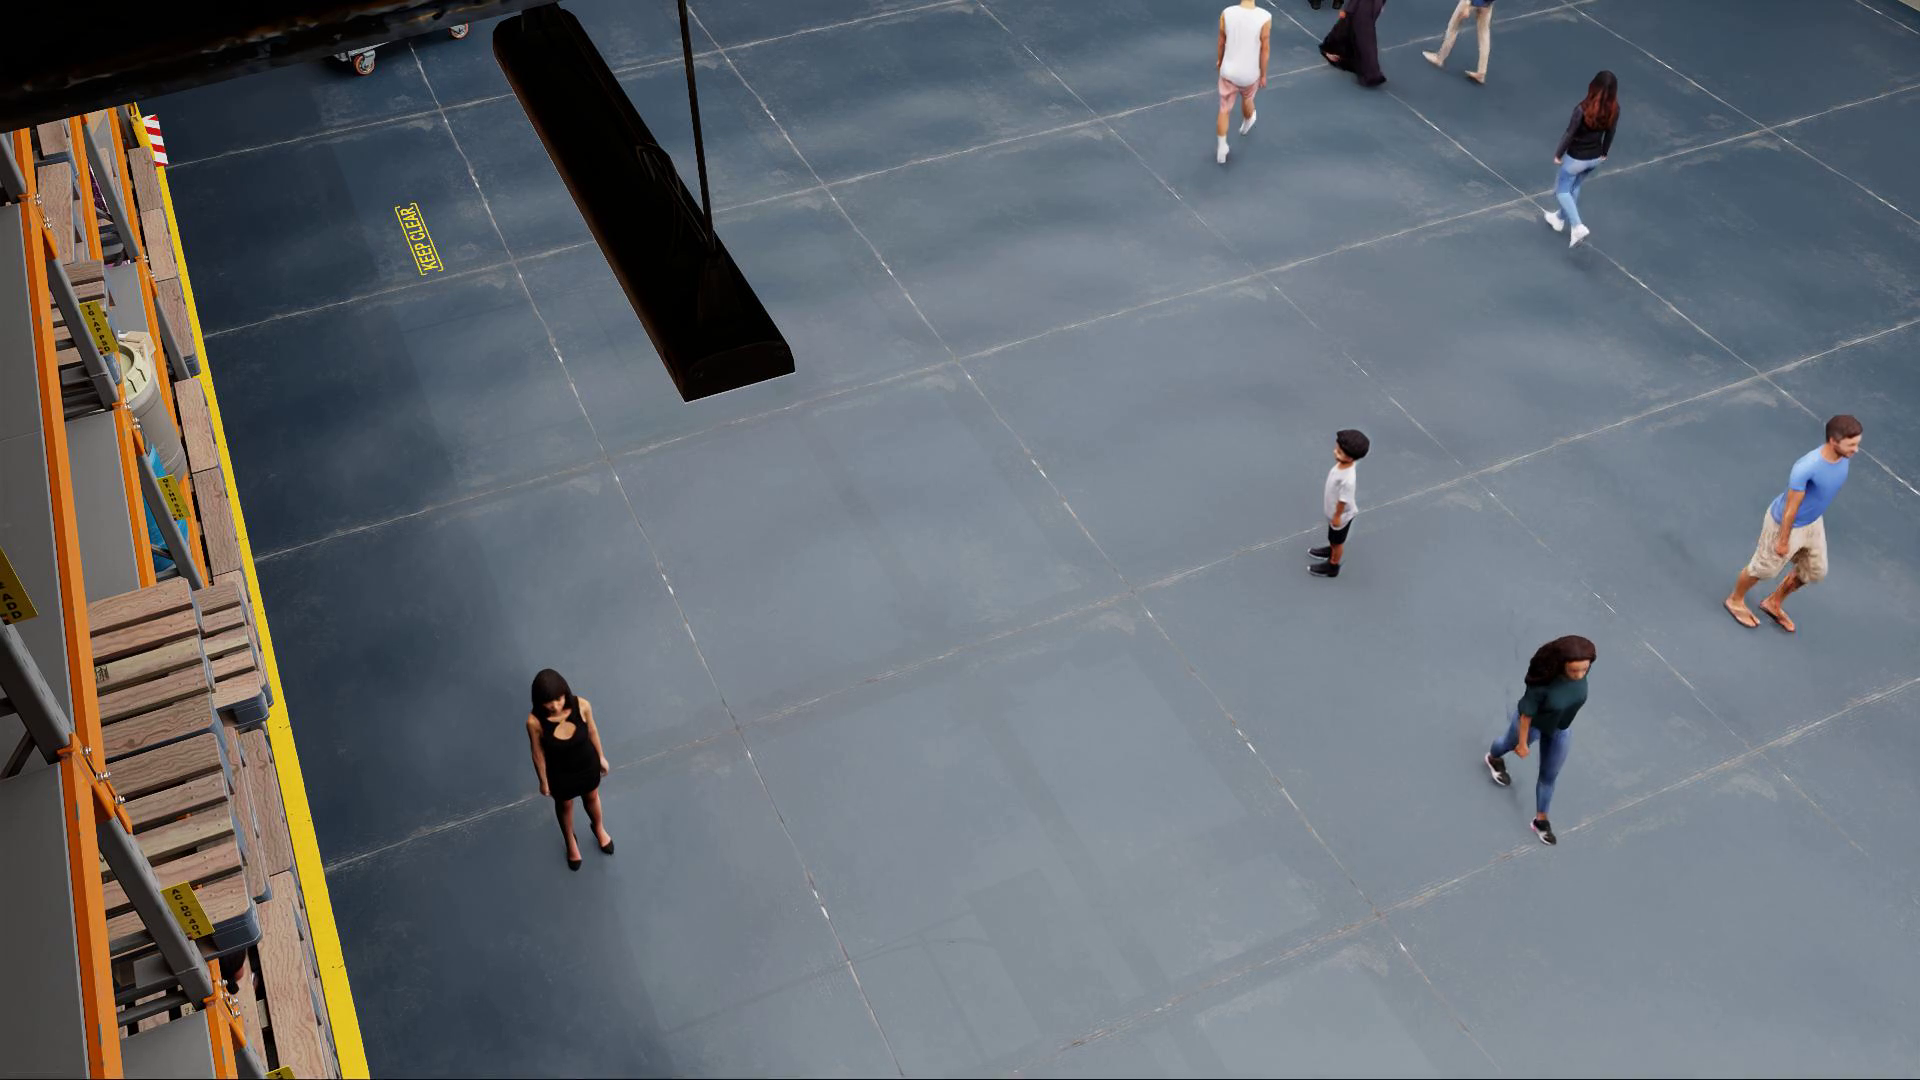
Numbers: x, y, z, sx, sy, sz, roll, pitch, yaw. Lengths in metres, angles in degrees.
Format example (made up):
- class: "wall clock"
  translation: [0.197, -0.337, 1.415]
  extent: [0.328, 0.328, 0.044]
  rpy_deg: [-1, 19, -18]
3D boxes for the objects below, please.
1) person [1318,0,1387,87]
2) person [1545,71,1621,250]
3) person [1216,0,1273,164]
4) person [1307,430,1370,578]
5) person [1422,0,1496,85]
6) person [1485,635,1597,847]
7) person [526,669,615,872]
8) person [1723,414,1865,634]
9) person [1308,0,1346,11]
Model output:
- class: "person"
  translation: [4.163, -5.368, 16.790]
  extent: [1.177, 1.606, 0.933]
  rpy_deg: [30, 51, 27]
- class: "person"
  translation: [5.497, -3.327, 14.643]
  extent: [0.742, 1.612, 0.987]
  rpy_deg: [-10, 45, -11]
- class: "person"
  translation: [2.607, -4.383, 15.655]
  extent: [1.088, 1.746, 1.170]
  rpy_deg: [13, 45, 13]
- class: "person"
  translation: [2.678, -0.262, 11.683]
  extent: [0.621, 1.257, 0.540]
  rpy_deg: [3, 44, 3]
- class: "person"
  translation: [5.288, -5.396, 16.774]
  extent: [0.743, 1.669, 1.018]
  rpy_deg: [-25, 49, -24]
- class: "person"
  translation: [3.490, 1.044, 10.079]
  extent: [0.709, 1.578, 1.061]
  rpy_deg: [-12, 45, -12]
- class: "person"
  translation: [-2.278, 1.323, 9.736]
  extent: [0.582, 1.648, 0.502]
  rpy_deg: [-21, 47, -20]
- class: "person"
  translation: [5.535, -0.180, 11.169]
  extent: [0.665, 1.846, 0.711]
  rpy_deg: [-21, 47, -20]
- class: "person"
  translation: [4.083, -6.687, 17.941]
  extent: [0.893, 1.927, 0.880]
  rpy_deg: [3, 44, 4]
